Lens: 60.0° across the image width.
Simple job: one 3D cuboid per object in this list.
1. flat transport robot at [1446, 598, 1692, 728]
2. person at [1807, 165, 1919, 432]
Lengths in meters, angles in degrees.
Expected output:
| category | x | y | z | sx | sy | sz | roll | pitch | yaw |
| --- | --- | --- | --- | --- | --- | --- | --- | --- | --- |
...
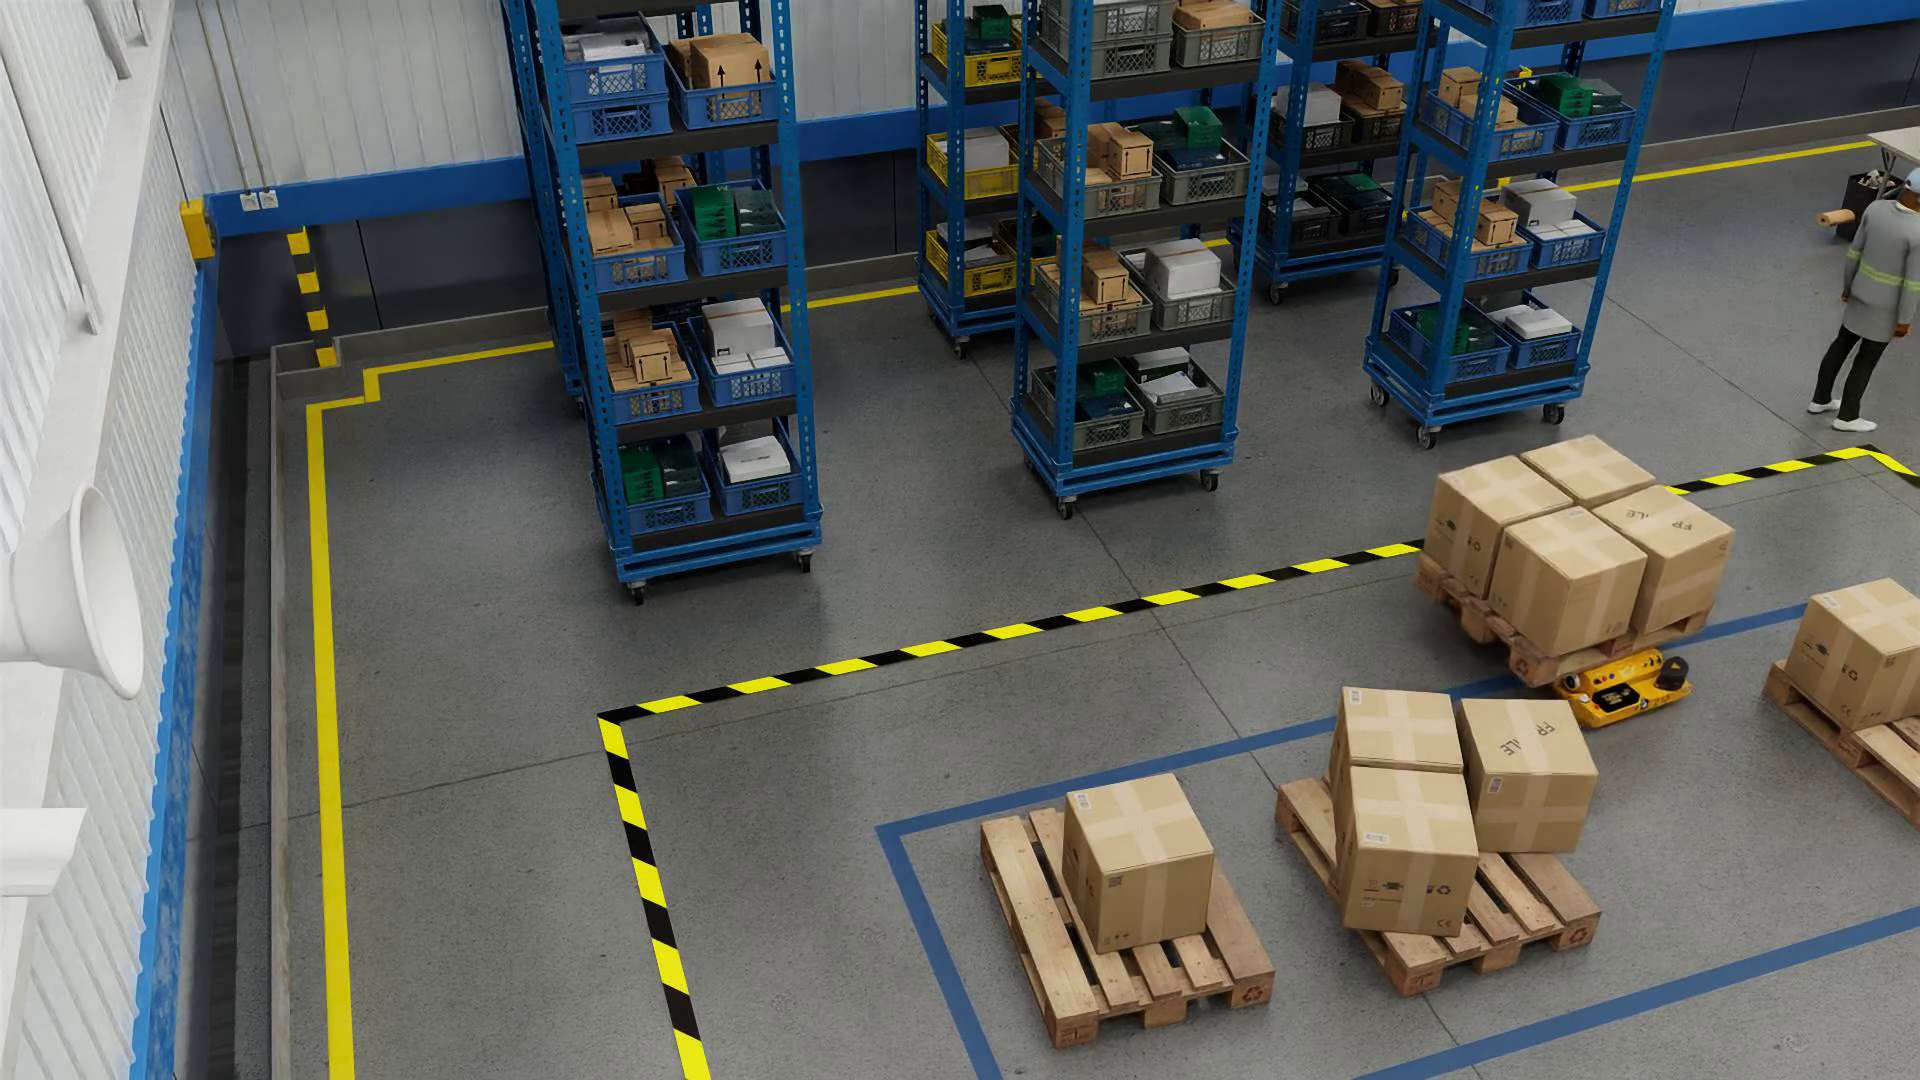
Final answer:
| category | x | y | z | sx | sy | sz | roll | pitch | yaw |
| --- | --- | --- | --- | --- | --- | --- | --- | --- | --- |
| flat transport robot | 3.351 | 0.472 | 9.363 | 0.652 | 0.197 | 1.431 | -15 | 38 | -20 |
| person | 6.065 | -1.592 | 10.939 | 0.397 | 1.850 | 0.597 | -9 | 36 | -13 |
